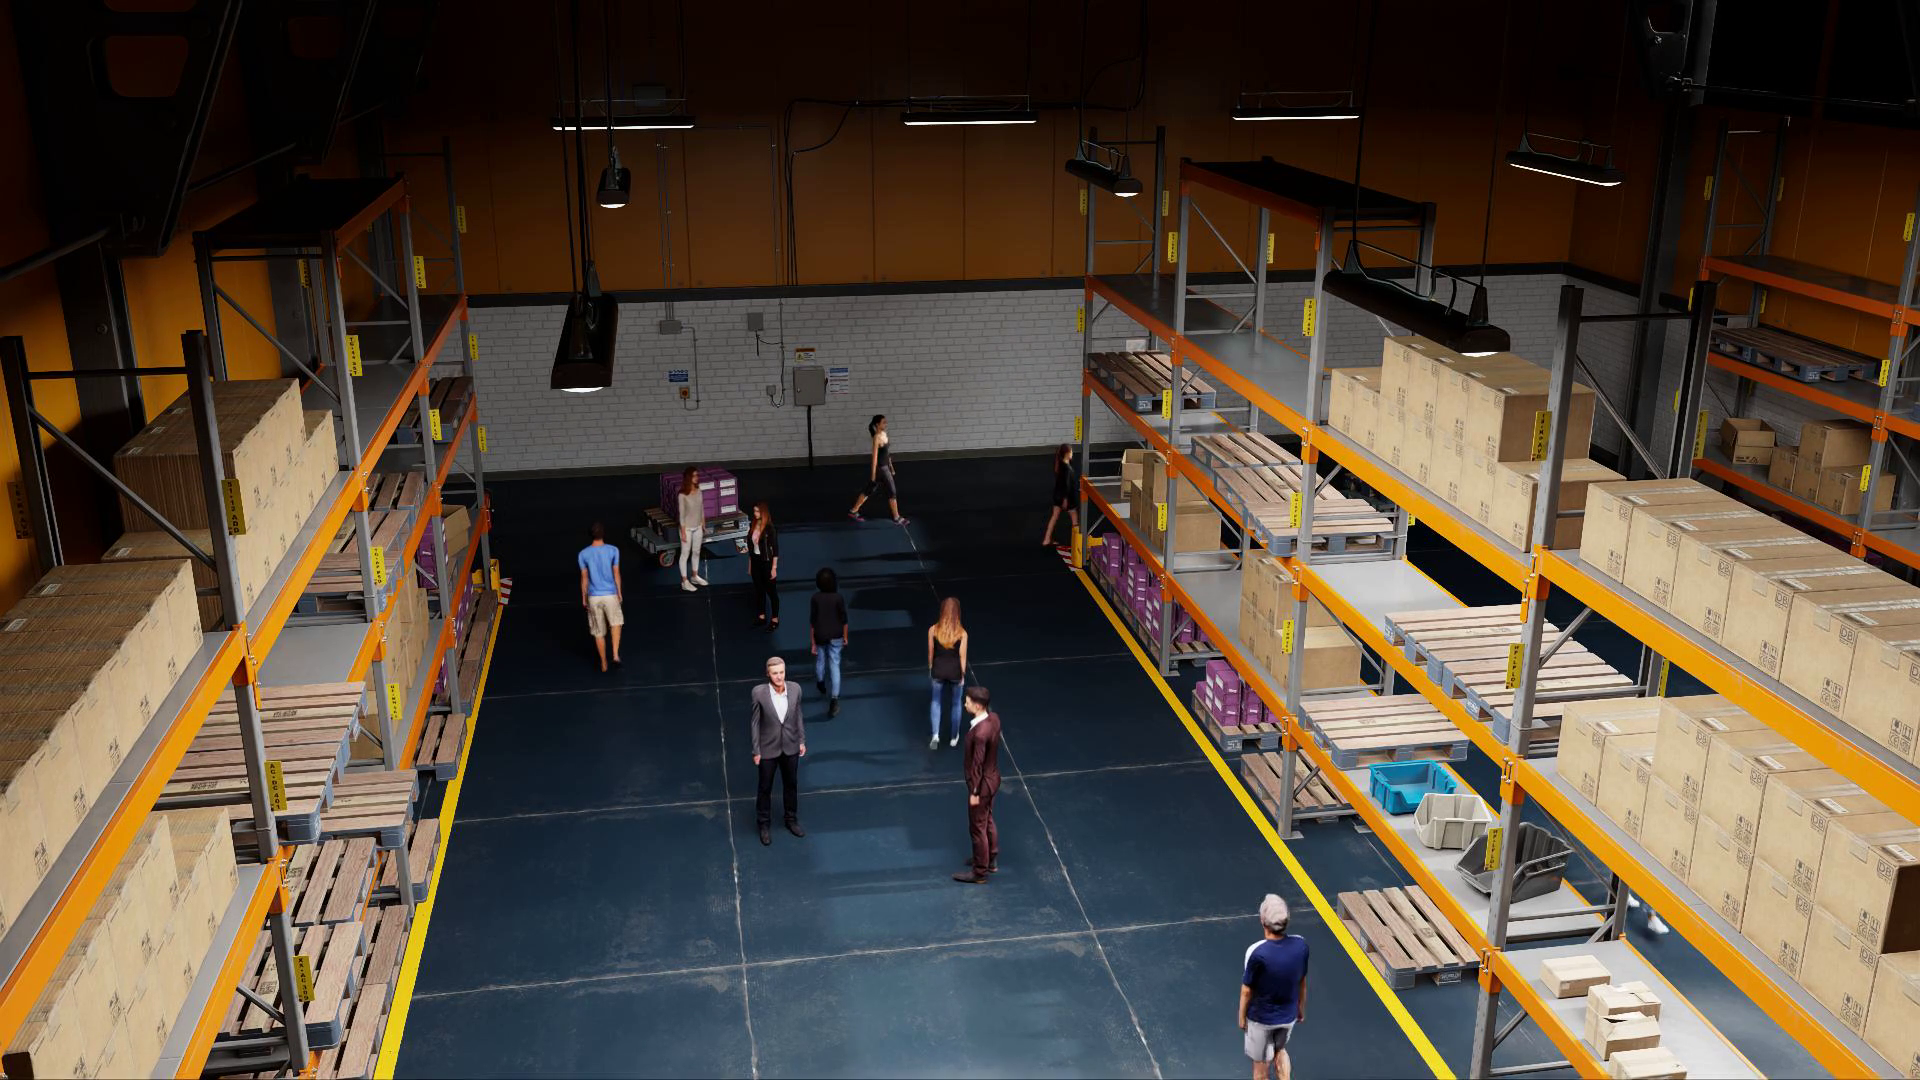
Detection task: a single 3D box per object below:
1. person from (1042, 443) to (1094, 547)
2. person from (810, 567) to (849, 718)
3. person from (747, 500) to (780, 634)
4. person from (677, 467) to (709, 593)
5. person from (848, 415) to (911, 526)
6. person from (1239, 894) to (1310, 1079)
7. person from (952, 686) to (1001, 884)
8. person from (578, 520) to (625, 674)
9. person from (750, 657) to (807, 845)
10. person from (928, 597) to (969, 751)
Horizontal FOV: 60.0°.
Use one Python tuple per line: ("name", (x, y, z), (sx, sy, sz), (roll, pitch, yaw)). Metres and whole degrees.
("person", (1.418, -0.617, 23.884), (0.732, 1.521, 0.958), (-7, 20, -19))
("person", (-1.451, 1.156, 18.384), (0.638, 1.672, 1.079), (-1, 19, -4))
("person", (-2.447, 0.305, 20.855), (0.669, 1.707, 0.734), (13, 23, 34))
("person", (-3.615, -0.166, 22.255), (0.733, 1.706, 0.675), (13, 23, 33))
("person", (-1.297, -1.026, 24.858), (0.874, 1.674, 1.179), (2, 19, 7))
("person", (2.224, 3.351, 11.618), (0.716, 1.830, 0.752), (-6, 20, -18))
("person", (0.208, 2.188, 15.023), (0.837, 1.861, 0.710), (5, 19, 13))
("person", (-4.175, 0.689, 19.479), (0.669, 1.858, 0.695), (-5, 19, -14))
("person", (-1.725, 1.949, 15.761), (0.780, 1.842, 0.710), (-8, 20, -24))
("person", (-0.150, 1.438, 17.483), (0.727, 1.712, 0.921), (2, 19, 7))
